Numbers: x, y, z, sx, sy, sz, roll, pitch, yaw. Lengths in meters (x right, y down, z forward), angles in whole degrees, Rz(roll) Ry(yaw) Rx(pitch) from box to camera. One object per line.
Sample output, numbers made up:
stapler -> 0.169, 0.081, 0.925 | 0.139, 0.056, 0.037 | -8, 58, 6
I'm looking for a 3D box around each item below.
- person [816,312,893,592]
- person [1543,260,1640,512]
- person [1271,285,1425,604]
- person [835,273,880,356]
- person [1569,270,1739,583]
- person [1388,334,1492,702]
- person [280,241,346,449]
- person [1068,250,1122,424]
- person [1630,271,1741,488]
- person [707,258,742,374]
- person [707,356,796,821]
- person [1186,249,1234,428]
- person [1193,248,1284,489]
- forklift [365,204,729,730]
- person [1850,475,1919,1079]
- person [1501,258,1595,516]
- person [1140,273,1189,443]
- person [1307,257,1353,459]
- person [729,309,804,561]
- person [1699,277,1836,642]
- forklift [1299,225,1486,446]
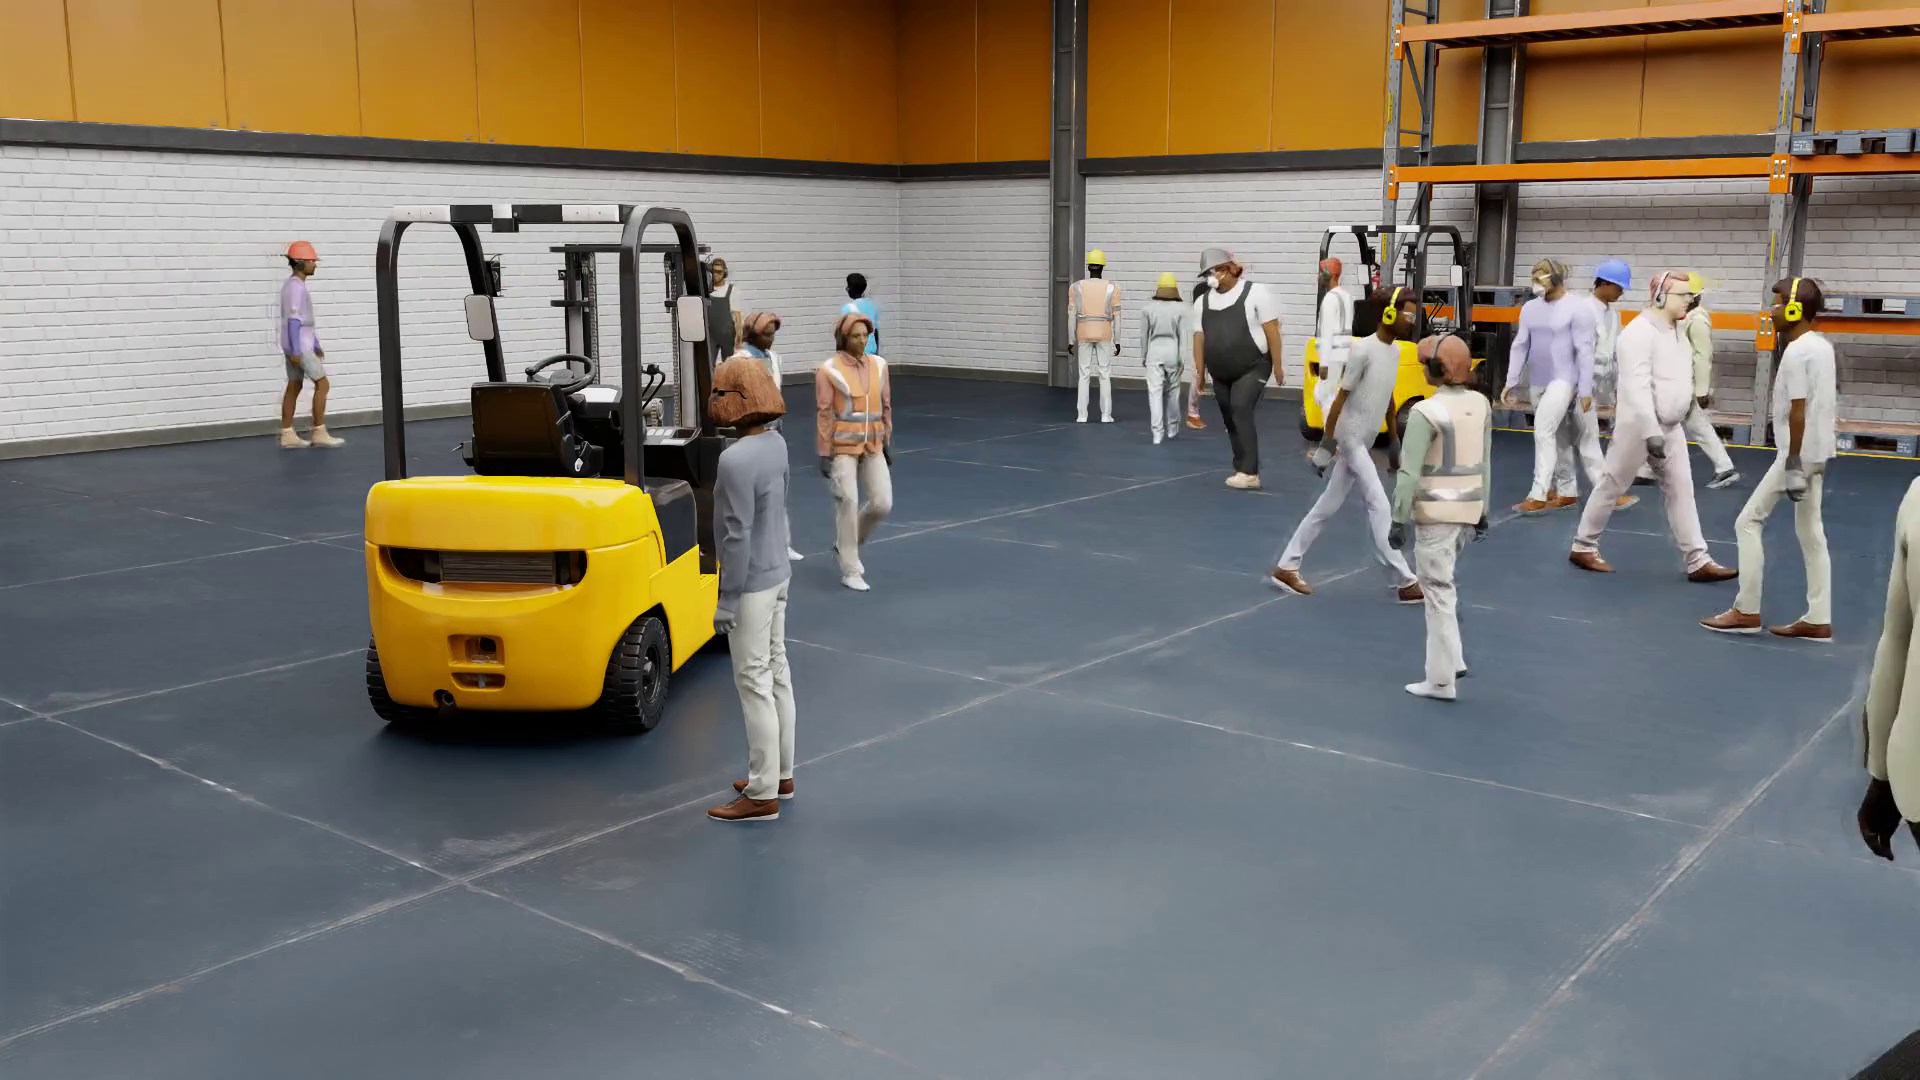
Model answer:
person -> -0.623, -0.516, 9.707 | 0.535, 1.622, 0.398 | -8, 13, -39
person -> 4.753, -1.138, 12.445 | 0.671, 1.878, 0.959 | -8, 13, -39
person -> 2.265, -0.536, 9.406 | 1.059, 1.787, 0.516 | 6, 12, 29
person -> -1.164, -2.017, 17.853 | 0.656, 1.671, 0.558 | 7, 12, 35
person -> 4.156, -0.673, 9.960 | 0.639, 1.856, 1.015 | -8, 13, -37
person -> 2.109, -0.095, 7.356 | 0.546, 1.621, 0.396 | -8, 13, -38
person -> -6.350, -1.894, 16.247 | 0.755, 2.016, 0.621 | -5, 11, -26
person -> 1.494, -2.250, 18.479 | 0.594, 1.925, 0.375 | 1, 10, 6
person -> 5.974, -1.297, 13.603 | 0.928, 1.794, 0.585 | 3, 11, 18
person -> -2.758, -2.267, 18.864 | 0.548, 1.818, 0.788 | 1, 10, 5
person -> -0.741, 0.173, 5.871 | 0.280, 1.633, 0.502 | 2, 10, 11
person -> 2.724, -2.118, 17.732 | 0.589, 1.942, 0.999 | -3, 11, -18
person -> 2.230, -1.436, 13.657 | 0.768, 2.000, 0.675 | 9, 14, 41
forklift -> -1.766, -0.406, 7.525 | 1.214, 2.155, 2.313 | 1, 10, 7
person -> 1.909, 0.494, 3.167 | 0.840, 1.972, 0.642 | -1, 10, -6
person -> 4.339, -1.134, 12.385 | 0.912, 1.888, 0.643 | -5, 11, -25
person -> 2.076, -1.852, 16.911 | 0.496, 1.696, 0.876 | 2, 10, 9
person -> 3.488, -1.682, 15.479 | 0.481, 1.872, 0.667 | 5, 11, 24
person -> -1.351, -0.660, 10.546 | 0.645, 1.611, 0.568 | 5, 11, 24
person -> 4.199, -0.413, 8.523 | 0.530, 1.841, 0.726 | -9, 14, -42
forklift -> 4.449, -2.115, 16.993 | 1.214, 2.155, 2.313 | 8, 13, 38
